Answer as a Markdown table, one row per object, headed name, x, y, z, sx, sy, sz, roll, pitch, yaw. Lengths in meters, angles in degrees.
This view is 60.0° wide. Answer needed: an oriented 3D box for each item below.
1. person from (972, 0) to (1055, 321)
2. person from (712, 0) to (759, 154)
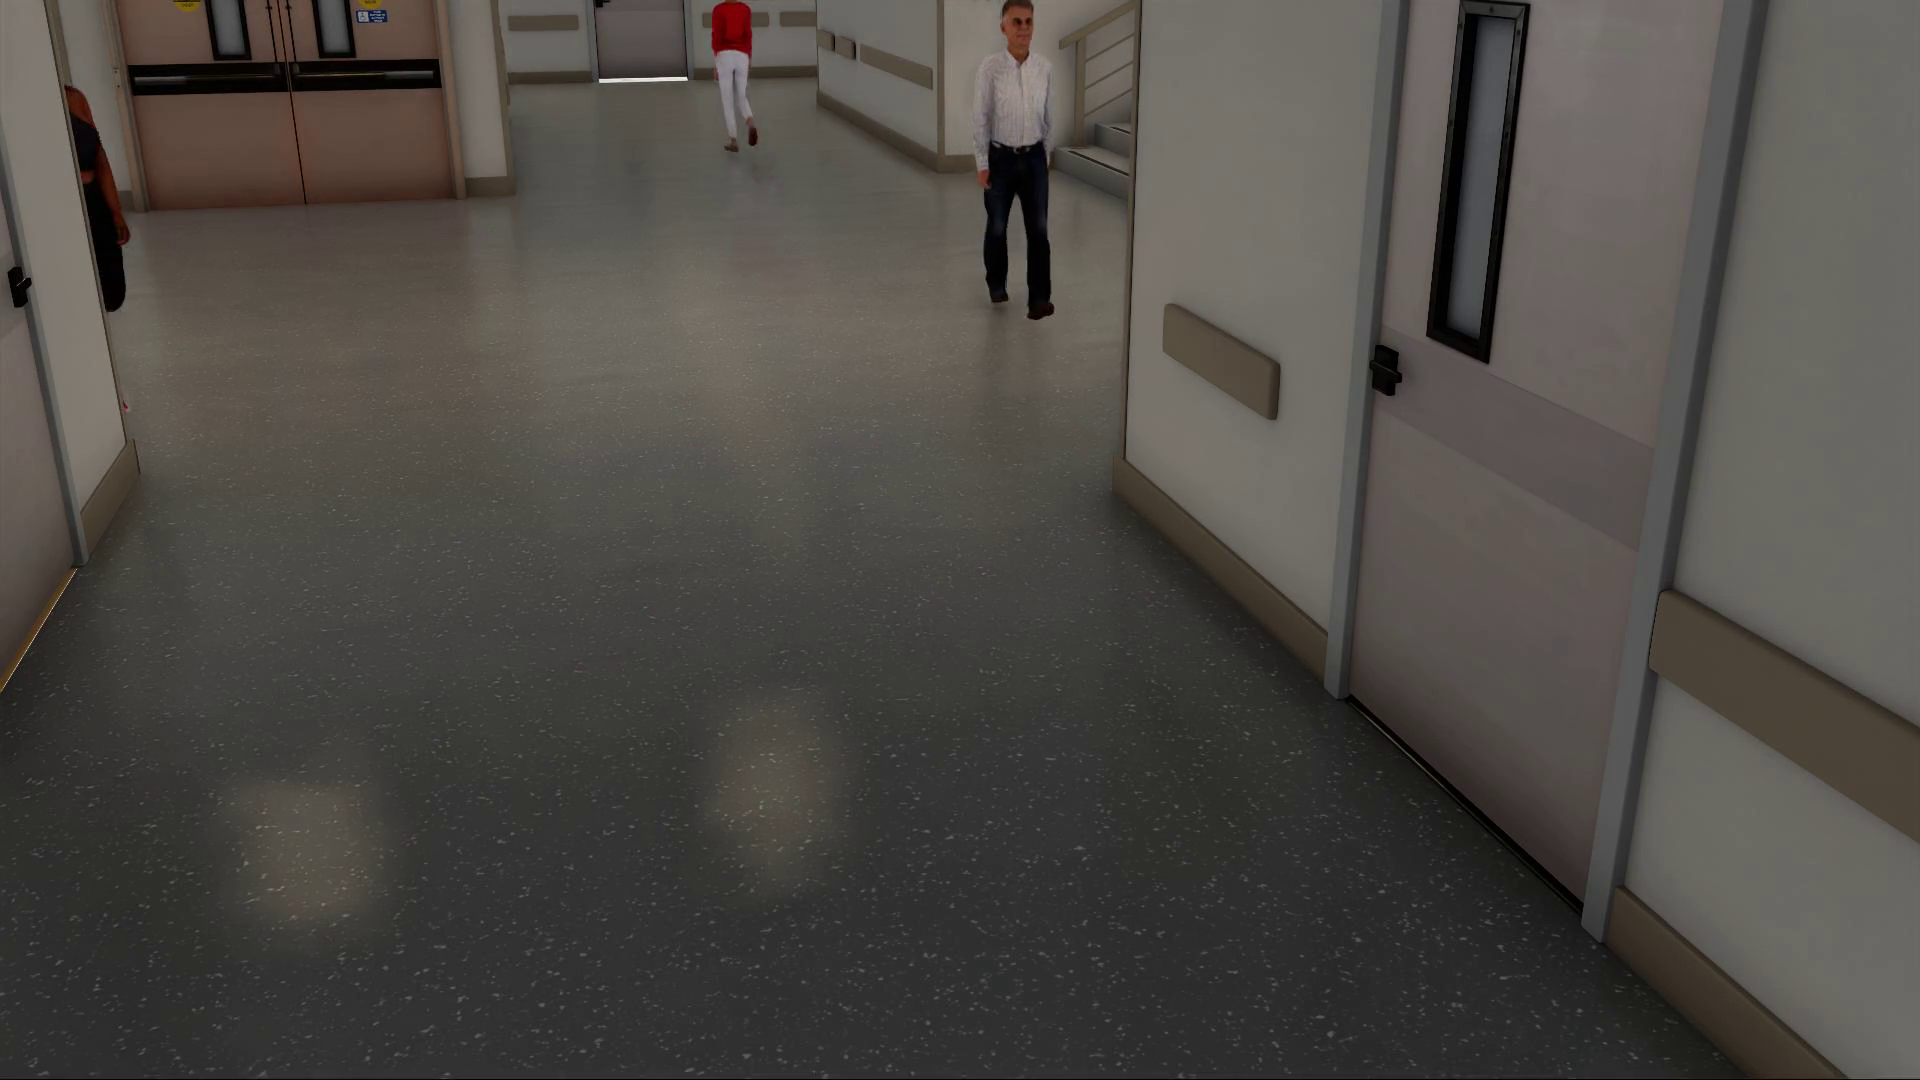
| name | x | y | z | sx | sy | sz | roll | pitch | yaw |
| --- | --- | --- | --- | --- | --- | --- | --- | --- | --- |
| person | 0.280 | -2.187 | 9.664 | 1.115 | 1.763 | 0.734 | -5 | 21 | -13 |
| person | -2.175 | -4.614 | 16.189 | 0.778 | 1.679 | 0.733 | -12 | 24 | -30 |
